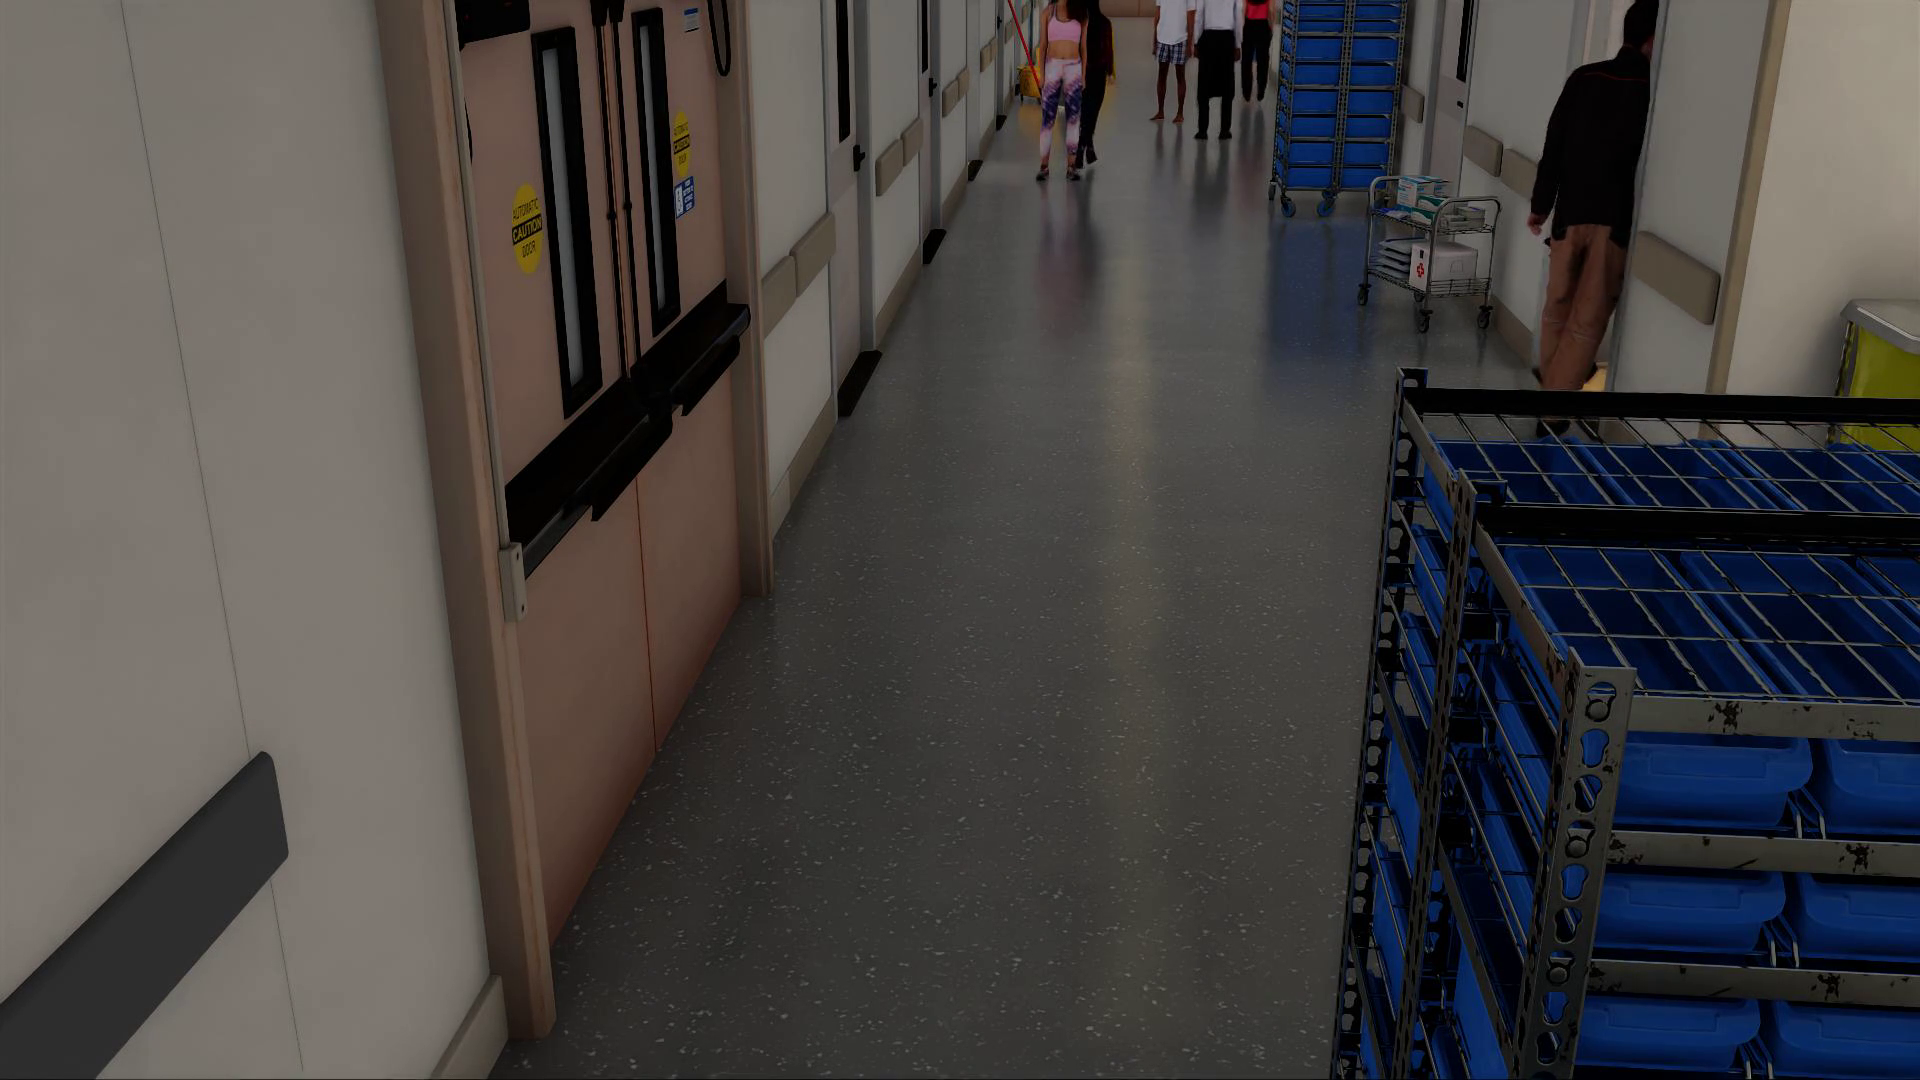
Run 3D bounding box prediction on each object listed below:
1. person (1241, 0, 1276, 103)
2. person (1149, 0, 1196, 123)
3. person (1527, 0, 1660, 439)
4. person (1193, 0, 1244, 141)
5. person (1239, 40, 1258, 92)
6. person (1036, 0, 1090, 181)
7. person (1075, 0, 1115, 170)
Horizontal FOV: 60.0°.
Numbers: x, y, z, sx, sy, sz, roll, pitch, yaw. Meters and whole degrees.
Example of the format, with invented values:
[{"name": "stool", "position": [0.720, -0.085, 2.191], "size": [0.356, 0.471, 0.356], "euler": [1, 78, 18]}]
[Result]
[{"name": "person", "position": [3.619, -6.154, 20.272], "size": [0.592, 1.641, 0.971], "euler": [2, 21, 5]}, {"name": "person", "position": [2.403, -5.602, 18.692], "size": [0.712, 1.727, 0.711], "euler": [14, 25, 33]}, {"name": "person", "position": [2.762, -1.351, 7.257], "size": [1.077, 1.876, 1.194], "euler": [15, 25, 34]}, {"name": "person", "position": [2.653, -5.090, 17.190], "size": [0.651, 1.834, 0.539], "euler": [3, 21, 8]}, {"name": "person", "position": [3.798, -6.390, 21.795], "size": [0.411, 1.003, 0.731], "euler": [2, 21, 6]}, {"name": "person", "position": [0.900, -4.061, 14.567], "size": [0.602, 1.767, 0.533], "euler": [0, 21, 0]}, {"name": "person", "position": [1.166, -4.170, 15.056], "size": [0.784, 1.624, 1.099], "euler": [8, 22, 20]}]
